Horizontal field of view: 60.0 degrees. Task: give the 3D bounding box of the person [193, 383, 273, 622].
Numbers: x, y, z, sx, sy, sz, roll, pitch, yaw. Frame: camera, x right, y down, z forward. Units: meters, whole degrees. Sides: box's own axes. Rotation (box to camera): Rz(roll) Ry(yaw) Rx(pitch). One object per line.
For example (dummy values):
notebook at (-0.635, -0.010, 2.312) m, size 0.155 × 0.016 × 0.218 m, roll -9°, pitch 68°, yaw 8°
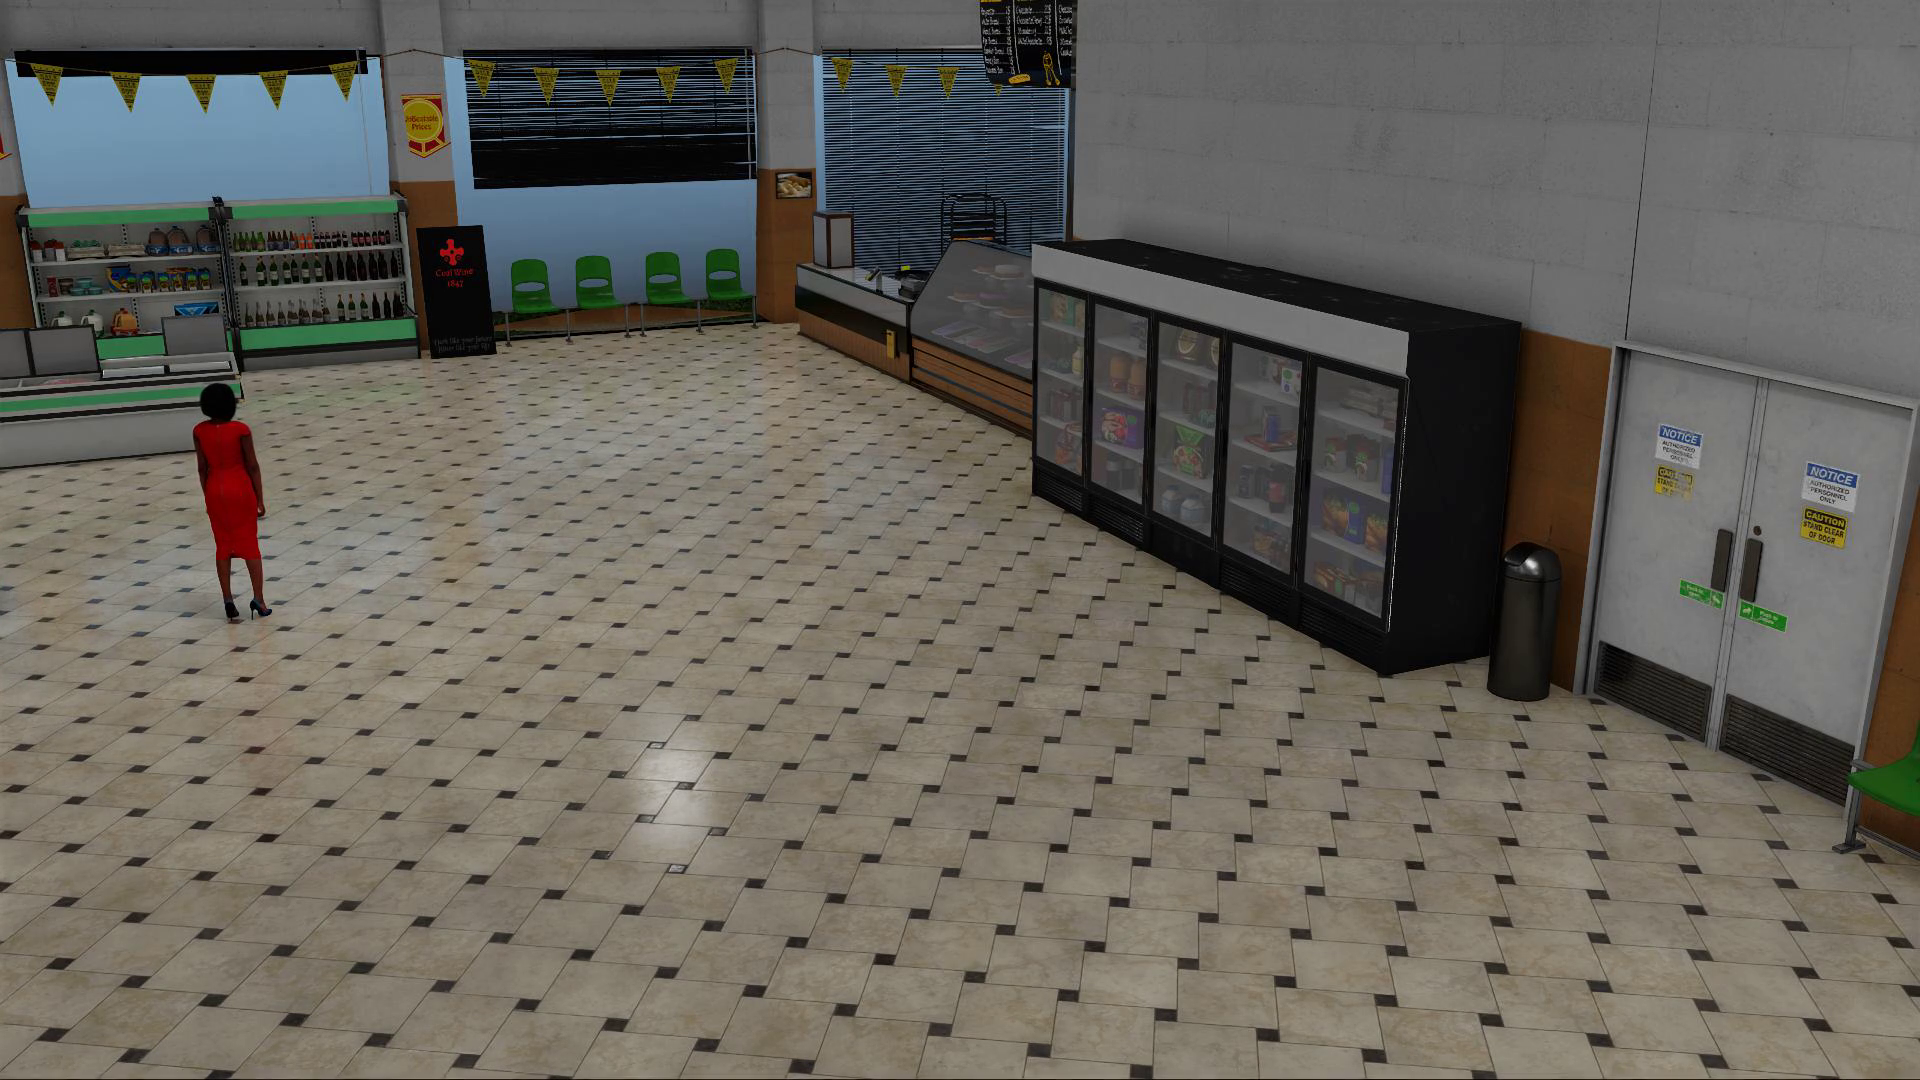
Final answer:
person at (-5.225, -0.273, 11.923) m, size 0.554 × 1.740 × 0.690 m, roll -1°, pitch 17°, yaw -3°
